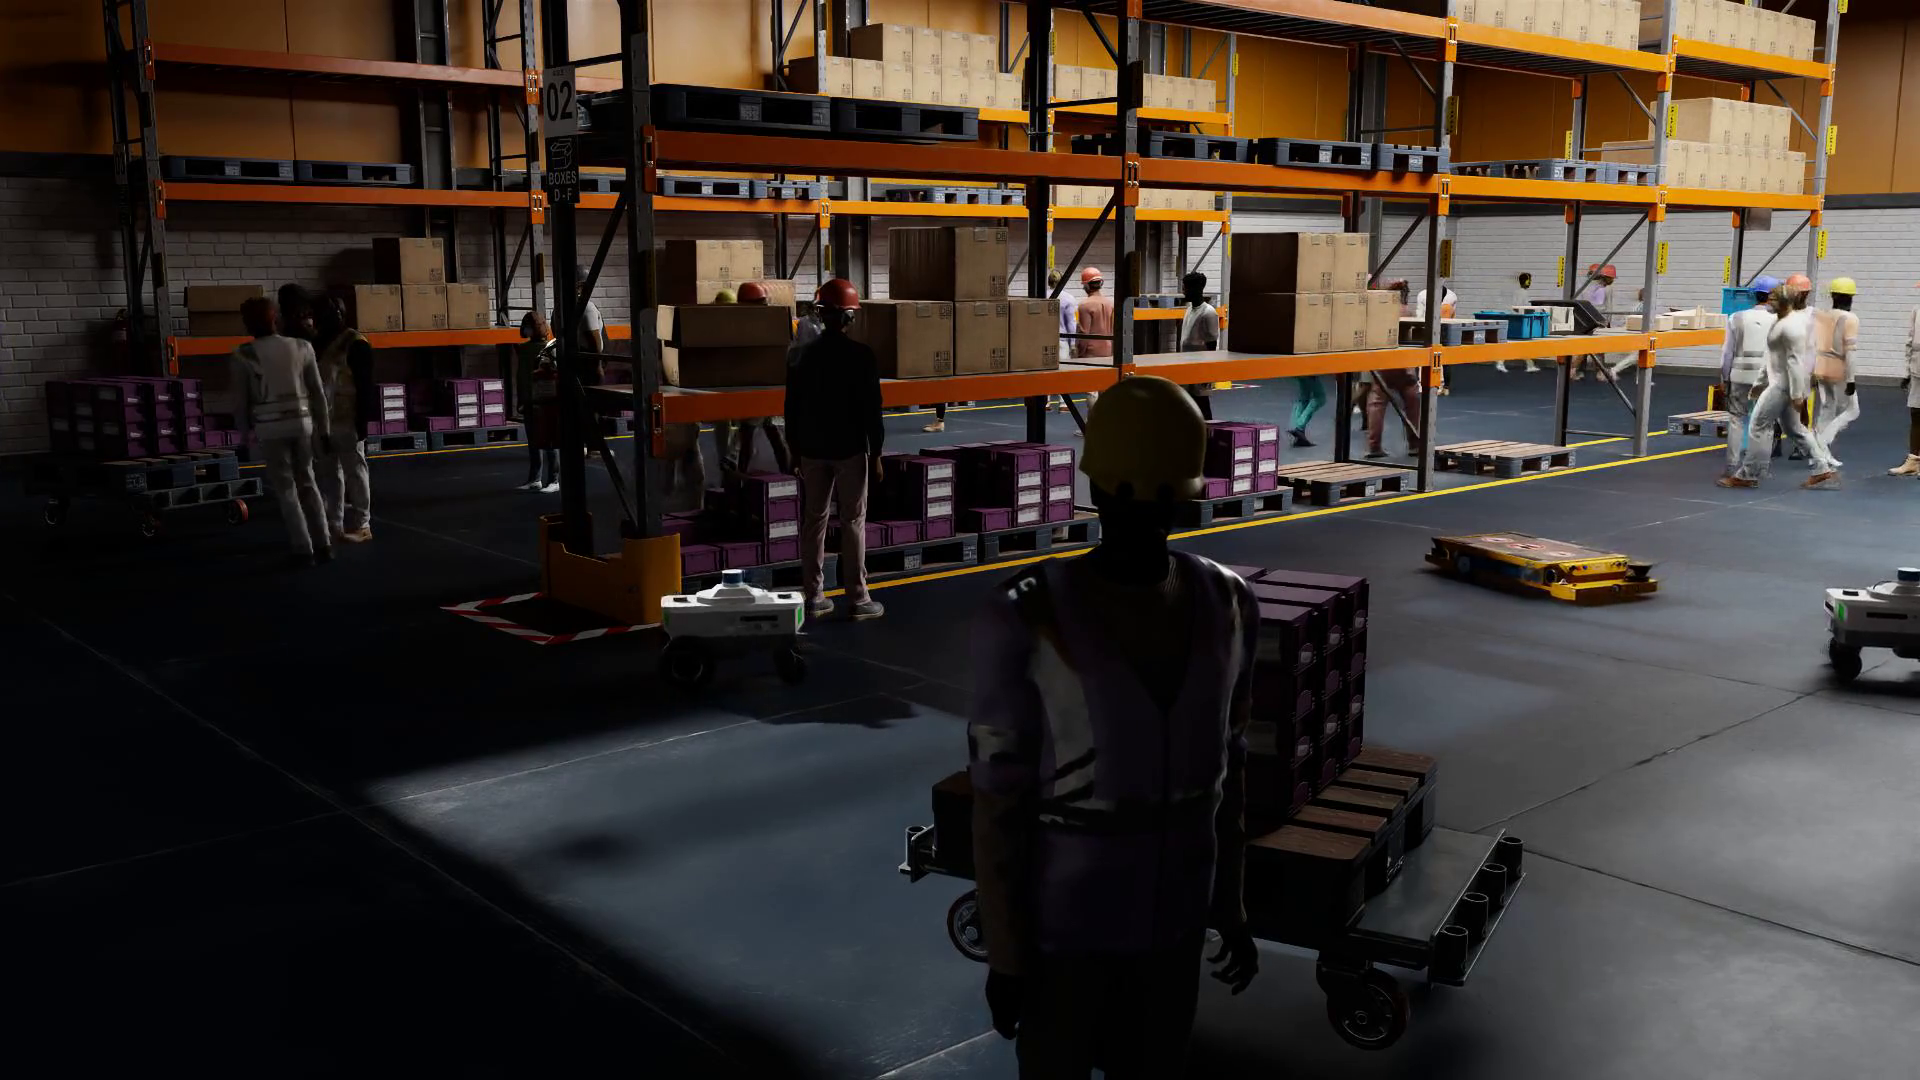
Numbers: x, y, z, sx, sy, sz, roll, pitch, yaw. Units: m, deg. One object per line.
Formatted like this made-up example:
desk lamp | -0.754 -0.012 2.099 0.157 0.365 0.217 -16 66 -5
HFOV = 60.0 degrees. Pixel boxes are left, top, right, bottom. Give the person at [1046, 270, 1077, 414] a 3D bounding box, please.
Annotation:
person | 1.288 -2.672 22.484 0.628 1.940 0.373 5 11 28

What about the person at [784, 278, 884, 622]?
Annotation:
person | -0.720 -0.523 9.734 0.619 1.992 0.396 4 11 23

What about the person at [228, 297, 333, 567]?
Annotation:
person | -4.630 -0.728 11.358 0.442 1.852 0.621 9 13 44

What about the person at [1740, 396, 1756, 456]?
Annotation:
person | 8.651 -1.808 17.787 0.881 1.802 0.582 -7 12 -37

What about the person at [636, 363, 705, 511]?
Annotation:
person | -2.061 -0.691 11.796 0.516 1.622 0.657 9 13 41

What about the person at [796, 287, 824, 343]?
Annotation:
person | -1.406 -1.706 17.148 0.404 1.829 0.591 9 13 44

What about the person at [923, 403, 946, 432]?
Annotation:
person | -0.300 -2.151 20.132 0.318 1.699 0.535 1 10 4

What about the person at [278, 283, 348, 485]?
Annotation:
person | -5.673 -1.300 14.561 0.636 1.897 0.665 9 13 41

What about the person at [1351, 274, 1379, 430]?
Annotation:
person | 4.841 -2.249 20.096 0.848 1.913 0.556 -8 13 -40

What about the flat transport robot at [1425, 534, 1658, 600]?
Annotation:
flat transport robot | 3.757 0.149 10.841 0.652 0.197 1.431 -4 10 -22

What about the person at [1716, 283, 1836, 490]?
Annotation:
person | 7.509 -1.384 15.095 0.978 1.894 0.617 4 10 22

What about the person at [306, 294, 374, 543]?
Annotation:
person | -4.646 -0.897 12.373 0.635 1.842 0.429 5 11 28

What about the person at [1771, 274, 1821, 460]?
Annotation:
person | 8.706 -1.801 17.386 0.374 1.935 0.552 -8 13 -39

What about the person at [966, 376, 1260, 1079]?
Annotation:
person | 0.295 0.665 2.995 0.587 1.922 0.383 -5 11 -26

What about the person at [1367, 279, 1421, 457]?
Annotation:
person | 4.680 -1.808 17.602 0.852 1.875 0.686 -6 11 -31

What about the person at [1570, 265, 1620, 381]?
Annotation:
person | 10.710 -3.652 28.115 0.890 1.989 0.693 2 10 13

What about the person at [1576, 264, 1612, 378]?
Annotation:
person | 11.080 -3.833 29.122 0.622 1.990 0.388 3 10 17

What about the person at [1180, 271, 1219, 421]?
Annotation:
person | 2.509 -1.859 17.647 0.362 1.961 0.613 -3 10 -18

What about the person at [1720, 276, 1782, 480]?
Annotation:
person | 7.581 -1.527 15.824 0.642 1.929 0.401 5 11 29

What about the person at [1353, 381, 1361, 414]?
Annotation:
person | 5.309 -2.593 22.286 0.520 1.851 0.599 4 11 23

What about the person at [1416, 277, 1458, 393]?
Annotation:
person | 7.353 -3.212 25.785 0.652 1.896 0.402 -1 10 -5

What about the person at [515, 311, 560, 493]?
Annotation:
person | -3.814 -1.240 14.981 0.507 1.636 0.275 7 12 34

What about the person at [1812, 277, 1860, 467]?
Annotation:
person | 8.759 -1.665 16.645 0.418 1.913 0.602 -2 10 -11

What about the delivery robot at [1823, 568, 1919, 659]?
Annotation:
delivery robot | 4.752 0.383 8.365 0.707 0.478 0.477 3 10 16

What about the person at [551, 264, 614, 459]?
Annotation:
person | -3.959 -1.885 17.574 0.684 2.000 0.538 8 13 40

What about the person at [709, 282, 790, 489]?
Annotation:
person | -1.862 -1.305 14.638 0.889 1.887 0.545 -2 10 -14

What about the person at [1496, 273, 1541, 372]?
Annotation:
person | 10.218 -3.966 30.423 0.965 1.831 0.538 -5 11 -28

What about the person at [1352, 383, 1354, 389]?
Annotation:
person | 6.248 -3.192 26.195 0.509 1.696 0.805 4 10 20

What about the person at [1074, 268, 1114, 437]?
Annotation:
person | 1.569 -2.200 19.574 0.392 1.988 0.608 9 13 42

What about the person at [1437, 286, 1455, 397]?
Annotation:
person | 7.230 -2.999 25.093 0.535 1.699 0.321 -6 11 -30

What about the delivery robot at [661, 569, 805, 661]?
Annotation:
delivery robot | -1.134 0.391 8.318 0.707 0.478 0.477 -2 10 -9

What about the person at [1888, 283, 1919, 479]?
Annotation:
person | 9.232 -1.585 15.837 0.393 2.036 0.605 -3 10 -18

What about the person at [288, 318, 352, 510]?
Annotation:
person | -5.368 -1.050 13.959 0.609 1.610 0.305 2 10 9

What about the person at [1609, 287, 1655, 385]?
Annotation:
person | 11.119 -3.352 27.381 0.644 1.617 0.520 4 10 20

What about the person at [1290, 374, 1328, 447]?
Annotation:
person | 3.893 -1.905 18.530 0.390 1.740 0.538 -2 10 -9

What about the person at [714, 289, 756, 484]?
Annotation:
person | -2.148 -1.419 15.476 0.614 1.822 0.413 5 11 26
